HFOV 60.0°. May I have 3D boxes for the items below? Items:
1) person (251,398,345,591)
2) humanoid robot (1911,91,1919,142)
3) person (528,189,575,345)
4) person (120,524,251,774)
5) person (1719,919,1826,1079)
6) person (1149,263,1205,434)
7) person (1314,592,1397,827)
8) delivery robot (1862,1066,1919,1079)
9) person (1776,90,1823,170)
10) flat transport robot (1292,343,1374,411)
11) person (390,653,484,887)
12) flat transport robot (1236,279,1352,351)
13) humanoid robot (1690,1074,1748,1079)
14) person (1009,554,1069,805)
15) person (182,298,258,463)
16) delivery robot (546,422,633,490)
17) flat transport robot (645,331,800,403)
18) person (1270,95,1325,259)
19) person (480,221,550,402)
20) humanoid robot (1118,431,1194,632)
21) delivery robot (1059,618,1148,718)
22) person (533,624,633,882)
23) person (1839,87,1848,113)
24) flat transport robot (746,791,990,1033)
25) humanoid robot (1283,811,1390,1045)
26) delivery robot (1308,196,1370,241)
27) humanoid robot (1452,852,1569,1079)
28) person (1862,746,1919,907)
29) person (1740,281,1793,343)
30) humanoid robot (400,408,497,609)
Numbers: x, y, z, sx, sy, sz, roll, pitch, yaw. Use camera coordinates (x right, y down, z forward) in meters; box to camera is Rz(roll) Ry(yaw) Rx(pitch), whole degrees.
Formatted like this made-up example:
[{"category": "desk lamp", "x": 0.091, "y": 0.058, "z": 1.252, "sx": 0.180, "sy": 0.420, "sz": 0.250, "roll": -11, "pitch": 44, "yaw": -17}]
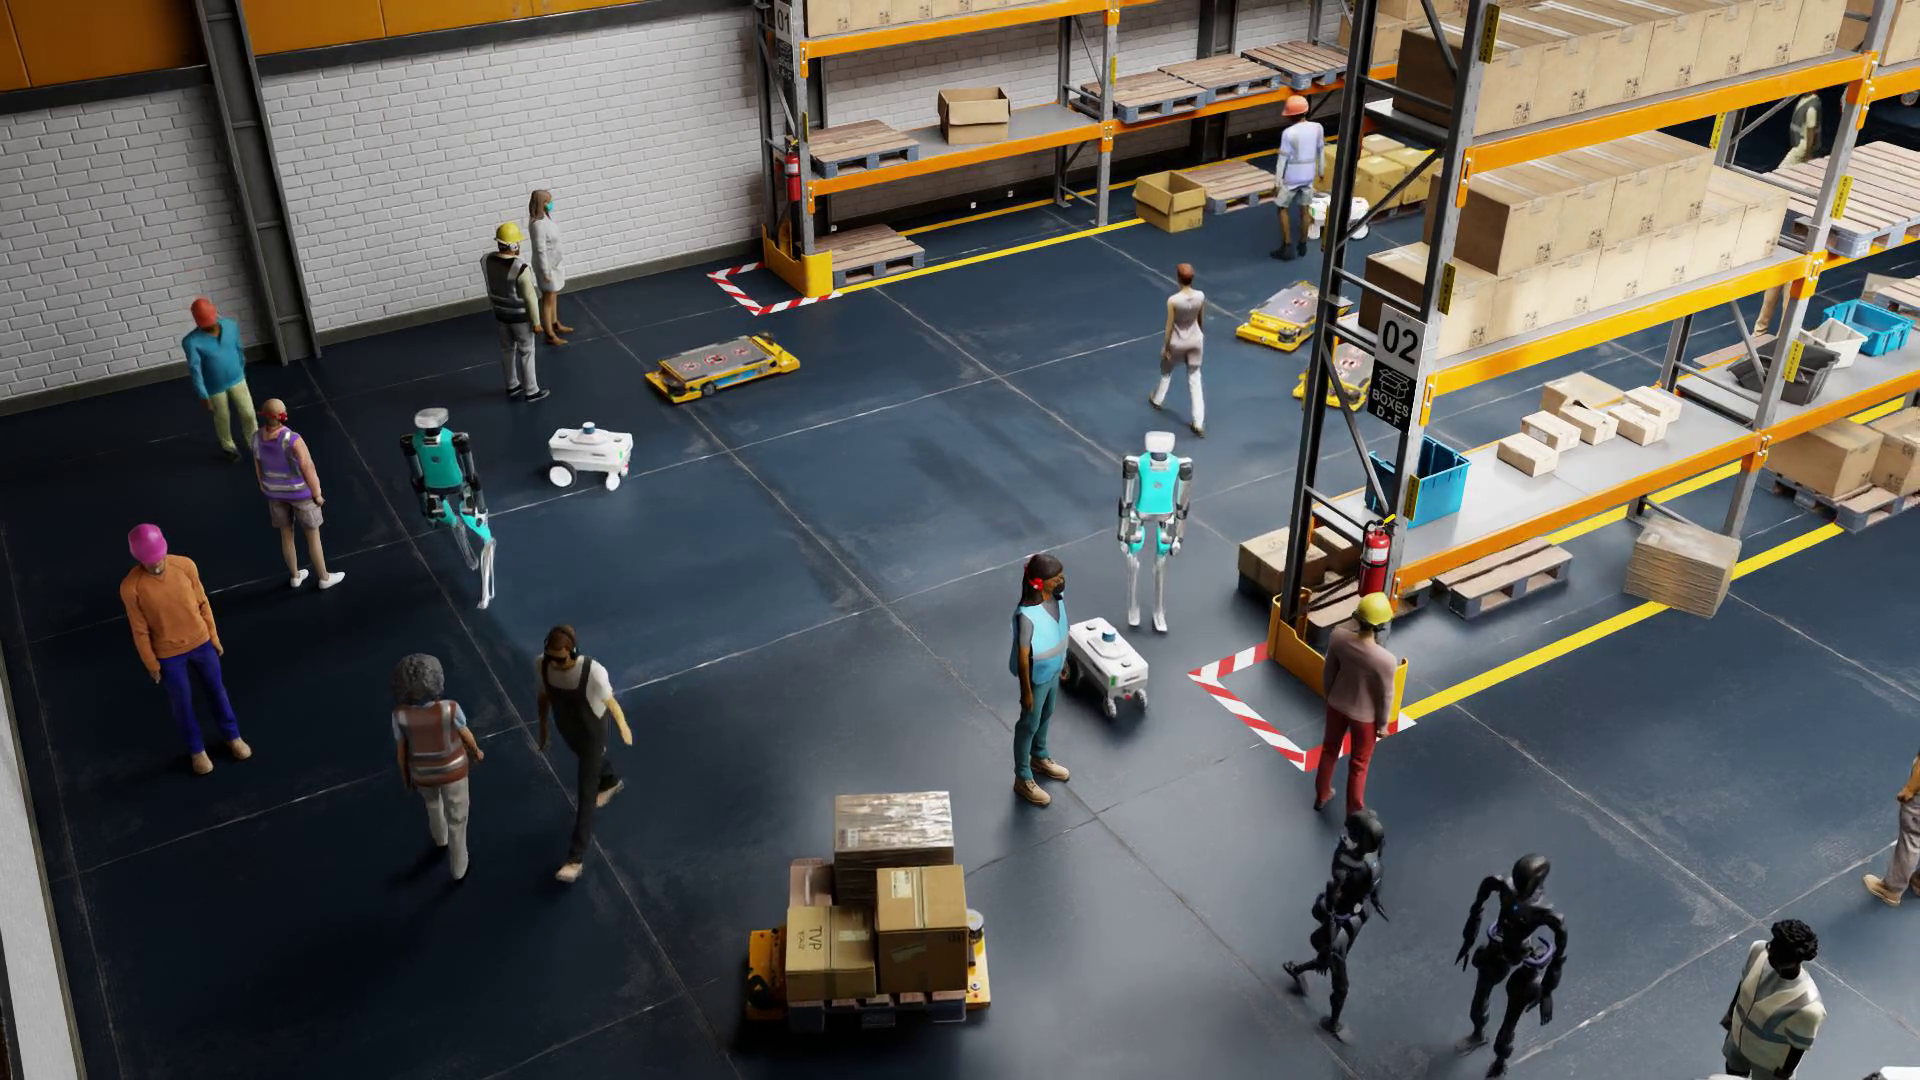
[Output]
[{"category": "person", "x": -5.345, "y": -0.359, "z": 13.313, "sx": 0.494, "sy": 1.692, "sz": 0.341, "roll": 5, "pitch": 32, "yaw": 8}, {"category": "humanoid robot", "x": 13.439, "y": -6.288, "z": 22.773, "sx": 0.599, "sy": 1.657, "sz": 0.315, "roll": -16, "pitch": 36, "yaw": -24}, {"category": "person", "x": -4.274, "y": -2.853, "z": 17.328, "sx": 0.339, "sy": 1.656, "sz": 0.484, "roll": 0, "pitch": 32, "yaw": 1}, {"category": "person", "x": -5.313, "y": 0.725, "z": 11.332, "sx": 0.518, "sy": 1.972, "sz": 0.404, "roll": -26, "pitch": 41, "yaw": -35}, {"category": "person", "x": 4.142, "y": 2.602, "z": 8.597, "sx": 0.320, "sy": 1.693, "sz": 0.534, "roll": -7, "pitch": 33, "yaw": -11}, {"category": "person", "x": 2.124, "y": -1.851, "z": 15.770, "sx": 0.439, "sy": 1.604, "sz": 0.894, "roll": -9, "pitch": 33, "yaw": -14}, {"category": "person", "x": 2.602, "y": 1.097, "z": 10.924, "sx": 0.329, "sy": 1.768, "sz": 0.524, "roll": -26, "pitch": 40, "yaw": -34}, {"category": "delivery robot", "x": 5.312, "y": 3.057, "z": 8.932, "sx": 0.777, "sy": 0.587, "sz": 0.499, "roll": 1, "pitch": 32, "yaw": 2}, {"category": "person", "x": 10.375, "y": -4.837, "z": 20.372, "sx": 0.980, "sy": 1.792, "sz": 0.575, "roll": 11, "pitch": 34, "yaw": 17}, {"category": "flat transport robot", "x": 3.935, "y": -1.726, "z": 16.836, "sx": 0.659, "sy": 0.231, "sz": 1.431, "roll": 17, "pitch": 36, "yaw": 25}, {"category": "person", "x": -3.267, "y": 1.392, "z": 10.540, "sx": 0.449, "sy": 1.667, "sz": 0.652, "roll": -1, "pitch": 32, "yaw": -2}, {"category": "flat transport robot", "x": 3.625, "y": -2.436, "z": 17.968, "sx": 0.659, "sy": 0.231, "sz": 1.431, "roll": 22, "pitch": 38, "yaw": 31}, {"category": "humanoid robot", "x": 3.646, "y": 3.149, "z": 7.730, "sx": 1.036, "sy": 1.774, "sz": 0.539, "roll": -3, "pitch": 32, "yaw": -4}, {"category": "person", "x": 0.534, "y": 0.907, "z": 11.137, "sx": 0.392, "sy": 1.865, "sz": 0.514, "roll": 18, "pitch": 36, "yaw": 26}, {"category": "person", "x": -6.648, "y": -1.427, "z": 14.999, "sx": 0.650, "sy": 1.708, "sz": 0.579, "roll": 25, "pitch": 40, "yaw": 34}, {"category": "delivery robot", "x": -3.367, "y": -0.772, "z": 15.063, "sx": 0.783, "sy": 0.612, "sz": 0.523, "roll": 4, "pitch": 32, "yaw": 7}, {"category": "flat transport robot", "x": -2.412, "y": -1.758, "z": 16.888, "sx": 1.431, "sy": 0.231, "sz": 0.659, "roll": -20, "pitch": 37, "yaw": -29}, {"category": "person", "x": 3.953, "y": -4.197, "z": 19.239, "sx": 0.734, "sy": 1.915, "sz": 0.430, "roll": -13, "pitch": 34, "yaw": -20}, {"category": "person", "x": -4.310, "y": -2.207, "z": 16.149, "sx": 0.597, "sy": 1.819, "sz": 0.404, "roll": 17, "pitch": 36, "yaw": 24}, {"category": "humanoid robot", "x": 1.472, "y": -0.134, "z": 12.874, "sx": 0.538, "sy": 1.758, "sz": 0.670, "roll": 1, "pitch": 32, "yaw": 1}, {"category": "delivery robot", "x": 1.087, "y": 0.908, "z": 12.375, "sx": 0.499, "sy": 0.604, "sz": 0.808, "roll": -14, "pitch": 35, "yaw": -21}, {"category": "person", "x": -2.462, "y": 1.247, "z": 10.691, "sx": 0.533, "sy": 1.769, "sz": 1.089, "roll": 12, "pitch": 34, "yaw": 18}, {"category": "person", "x": 12.729, "y": -6.813, "z": 23.506, "sx": 0.501, "sy": 1.804, "sz": 0.817, "roll": 2, "pitch": 32, "yaw": 3}, {"category": "flat transport robot", "x": -0.555, "y": 2.551, "z": 10.015, "sx": 1.431, "sy": 0.231, "sz": 0.659, "roll": -2, "pitch": 32, "yaw": -3}, {"category": "humanoid robot", "x": 2.153, "y": 2.108, "z": 9.442, "sx": 0.616, "sy": 1.653, "sz": 0.631, "roll": -23, "pitch": 39, "yaw": -32}, {"category": "delivery robot", "x": 4.554, "y": -3.940, "z": 20.080, "sx": 0.759, "sy": 0.575, "sz": 0.499, "roll": -1, "pitch": 32, "yaw": -2}, {"category": "humanoid robot", "x": 3.006, "y": 2.311, "z": 9.077, "sx": 0.323, "sy": 1.648, "sz": 0.610, "roll": -26, "pitch": 40, "yaw": -35}, {"category": "person", "x": 6.021, "y": 1.500, "z": 10.270, "sx": 0.480, "sy": 1.775, "sz": 0.326, "roll": -9, "pitch": 33, "yaw": -14}, {"category": "person", "x": 8.486, "y": -2.743, "z": 17.058, "sx": 0.336, "sy": 1.752, "sz": 0.563, "roll": -18, "pitch": 36, "yaw": -26}, {"category": "humanoid robot", "x": -4.016, "y": -0.365, "z": 13.352, "sx": 0.545, "sy": 1.806, "sz": 0.879, "roll": 0, "pitch": 32, "yaw": 0}]
